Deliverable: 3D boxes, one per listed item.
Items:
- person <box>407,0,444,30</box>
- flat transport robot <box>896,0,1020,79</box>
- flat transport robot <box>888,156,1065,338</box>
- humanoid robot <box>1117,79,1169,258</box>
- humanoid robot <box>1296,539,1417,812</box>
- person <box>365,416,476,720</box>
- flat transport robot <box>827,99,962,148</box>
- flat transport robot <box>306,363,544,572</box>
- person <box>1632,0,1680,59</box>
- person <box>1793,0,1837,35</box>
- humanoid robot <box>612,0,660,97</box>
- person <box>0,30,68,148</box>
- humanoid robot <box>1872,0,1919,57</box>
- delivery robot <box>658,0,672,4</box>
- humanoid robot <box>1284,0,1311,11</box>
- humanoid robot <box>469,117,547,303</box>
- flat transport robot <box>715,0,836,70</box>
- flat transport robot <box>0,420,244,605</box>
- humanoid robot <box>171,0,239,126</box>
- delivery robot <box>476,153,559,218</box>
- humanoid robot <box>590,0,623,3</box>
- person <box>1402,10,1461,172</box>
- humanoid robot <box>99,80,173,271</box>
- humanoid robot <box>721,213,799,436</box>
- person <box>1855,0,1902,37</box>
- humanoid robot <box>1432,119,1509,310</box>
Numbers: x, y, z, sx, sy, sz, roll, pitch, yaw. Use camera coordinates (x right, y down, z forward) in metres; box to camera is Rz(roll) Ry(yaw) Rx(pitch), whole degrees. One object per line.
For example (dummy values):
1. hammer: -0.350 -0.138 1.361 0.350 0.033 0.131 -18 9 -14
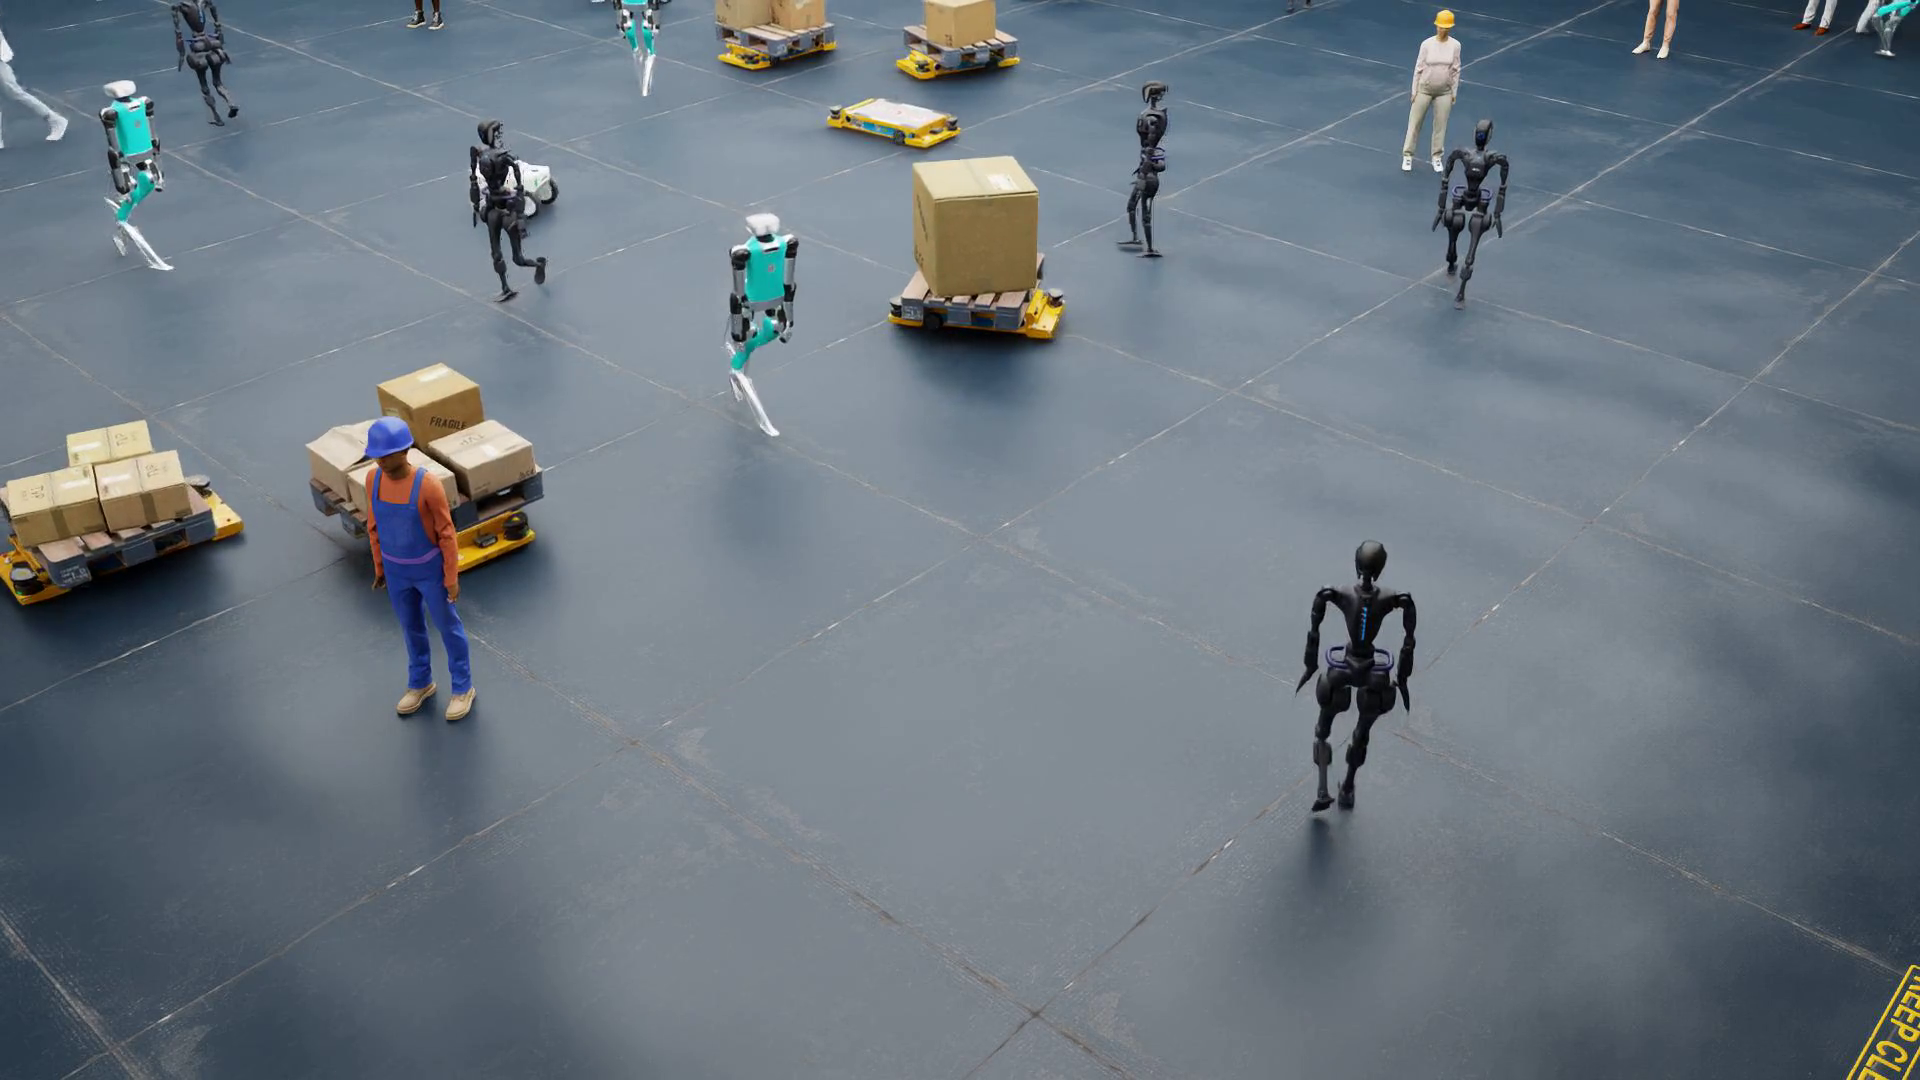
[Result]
1. person: -7.233 -7.810 22.131 0.603 1.958 0.375 10 33 16
2. flat transport robot: -0.026 -6.054 20.902 1.431 0.231 0.659 -16 35 -24
3. flat transport robot: 0.143 -2.008 14.388 1.431 0.231 0.659 7 33 11
4. humanoid robot: 1.676 -3.404 15.299 0.424 1.654 0.588 1 32 2
5. humanoid robot: 2.060 0.744 8.624 0.588 1.638 0.474 6 32 9
6. person: -3.052 0.160 9.342 0.522 1.911 0.361 7 33 12
7. flat transport robot: -0.746 -4.712 18.741 1.431 0.231 0.659 21 38 30
8. flat transport robot: -3.645 -0.189 11.459 1.431 0.231 0.659 28 41 37
9. person: 8.945 -7.049 20.984 0.532 1.871 0.357 26 40 35
10. person: 11.501 -7.624 21.955 0.367 1.829 0.501 -18 36 -27
11. humanoid robot: -3.778 -6.112 19.696 0.531 1.868 0.729 0 32 -1
12. person: -10.395 -5.200 18.017 0.942 1.869 0.658 -13 34 -20
13. humanoid robot: 11.885 -6.862 20.917 0.782 1.873 0.538 23 39 33
14. delivery robot: -4.452 -7.913 23.642 0.801 0.612 0.499 -11 33 -17
15. humanoid robot: 4.773 -8.114 22.908 0.587 1.638 0.724 12 34 18
16. humanoid robot: -3.971 -2.920 14.523 0.584 1.637 0.516 13 34 20
17. flat transport robot: -2.346 -6.312 21.318 0.659 0.231 1.431 27 41 36
18. flat transport robot: -5.657 -0.014 11.176 1.431 0.231 0.659 -25 40 -34
19. humanoid robot: -8.469 -5.469 18.635 0.424 1.641 0.608 21 37 30
20. delivery robot: -4.463 -3.560 16.609 0.777 0.587 0.499 7 33 11
21. humanoid robot: -5.103 -8.442 23.366 0.687 1.800 0.531 16 35 24
22. person: 4.939 -4.670 17.330 0.460 1.688 0.342 4 32 6
23. humanoid robot: -7.666 -3.313 15.135 0.905 1.801 0.550 13 34 20
24. humanoid robot: -1.621 -1.695 12.528 0.552 1.774 0.967 -21 38 -30
25. person: 12.231 -7.378 21.749 0.565 1.618 0.392 13 34 19
26. humanoid robot: 4.470 -2.906 14.535 0.595 1.633 0.739 10 33 15
